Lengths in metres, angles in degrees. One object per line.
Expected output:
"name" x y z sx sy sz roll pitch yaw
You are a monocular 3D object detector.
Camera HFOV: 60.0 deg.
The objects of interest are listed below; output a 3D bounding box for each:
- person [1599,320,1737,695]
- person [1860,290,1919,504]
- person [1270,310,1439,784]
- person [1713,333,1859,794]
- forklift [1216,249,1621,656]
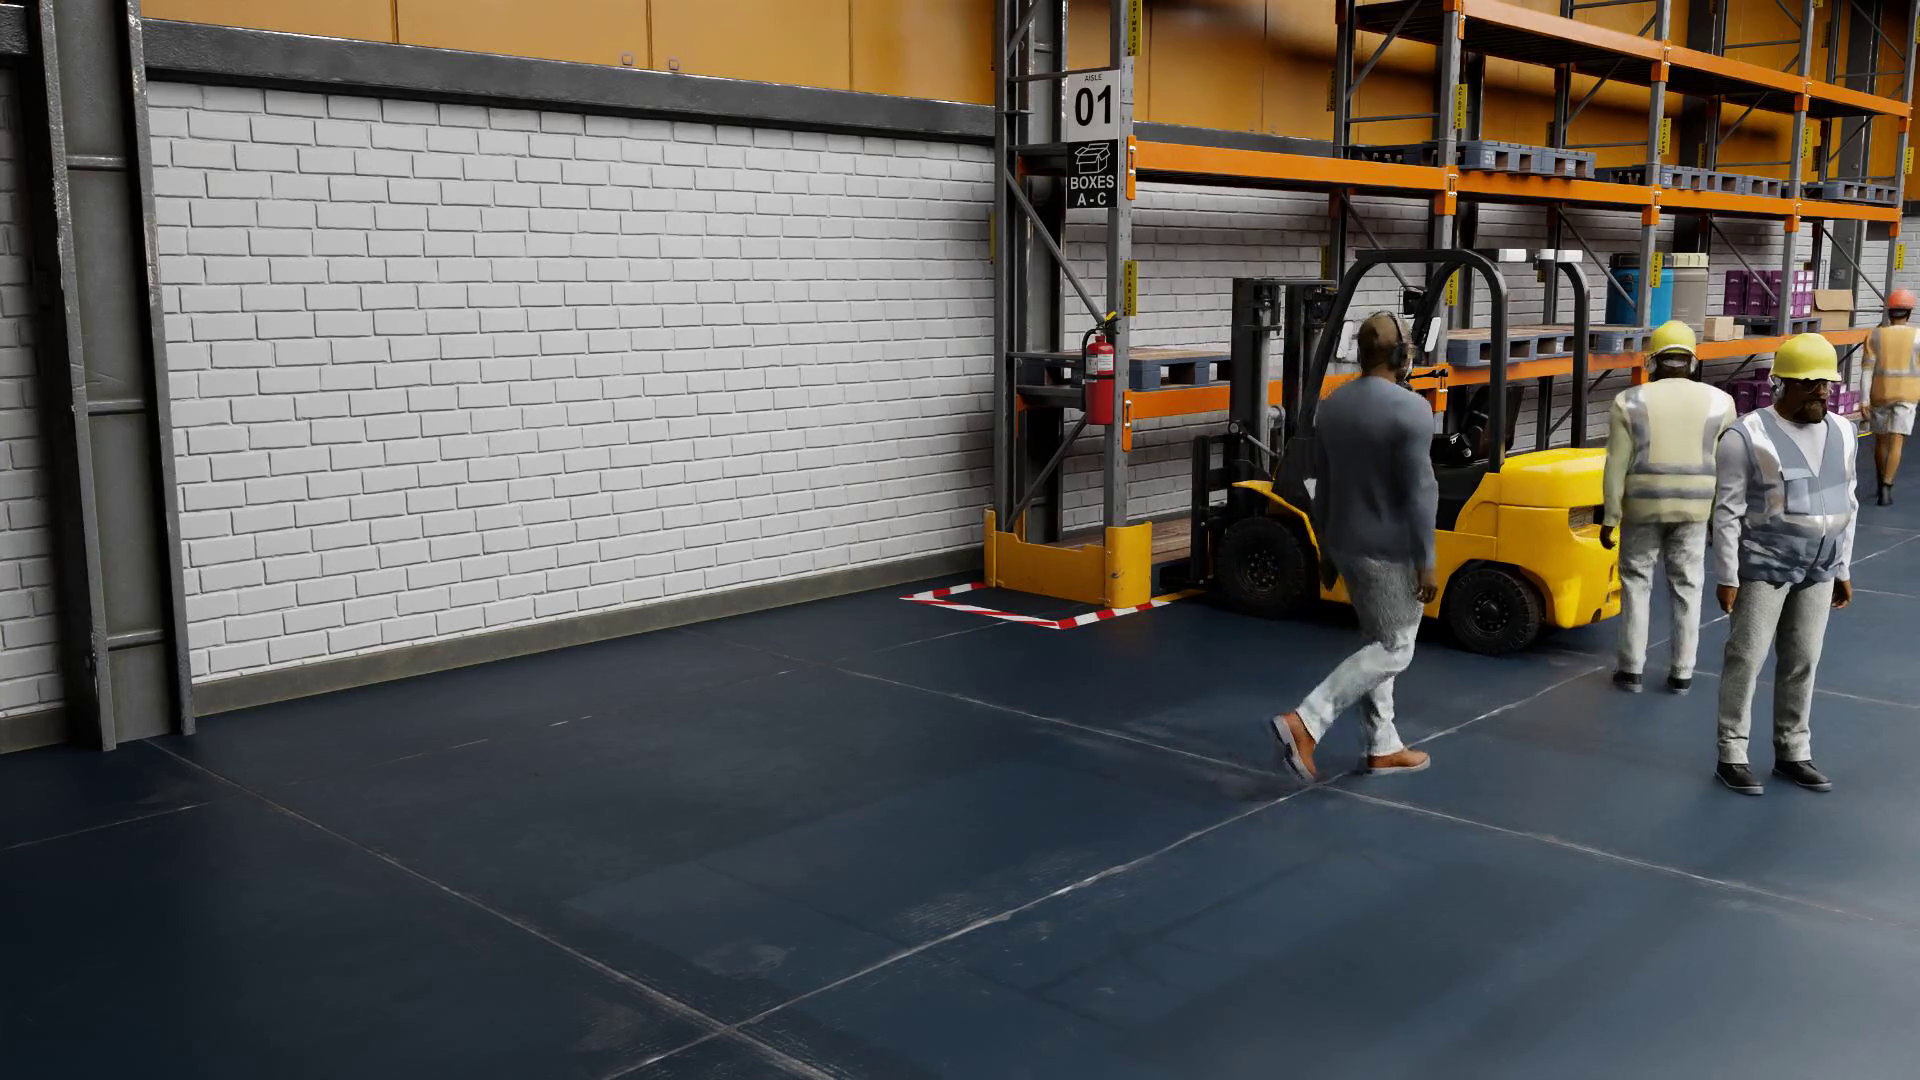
"person" 3.424 -0.150 8.086 0.600 1.833 0.404 2 9 11
"person" 8.324 -1.272 14.815 0.544 1.884 1.016 7 11 36
"person" 1.579 0.050 6.617 0.765 1.915 0.638 -3 10 -20
"person" 3.256 0.101 6.562 0.596 1.826 0.403 -2 9 -10
"forklift" 2.710 -0.584 9.626 2.313 2.155 1.214 9 13 43
